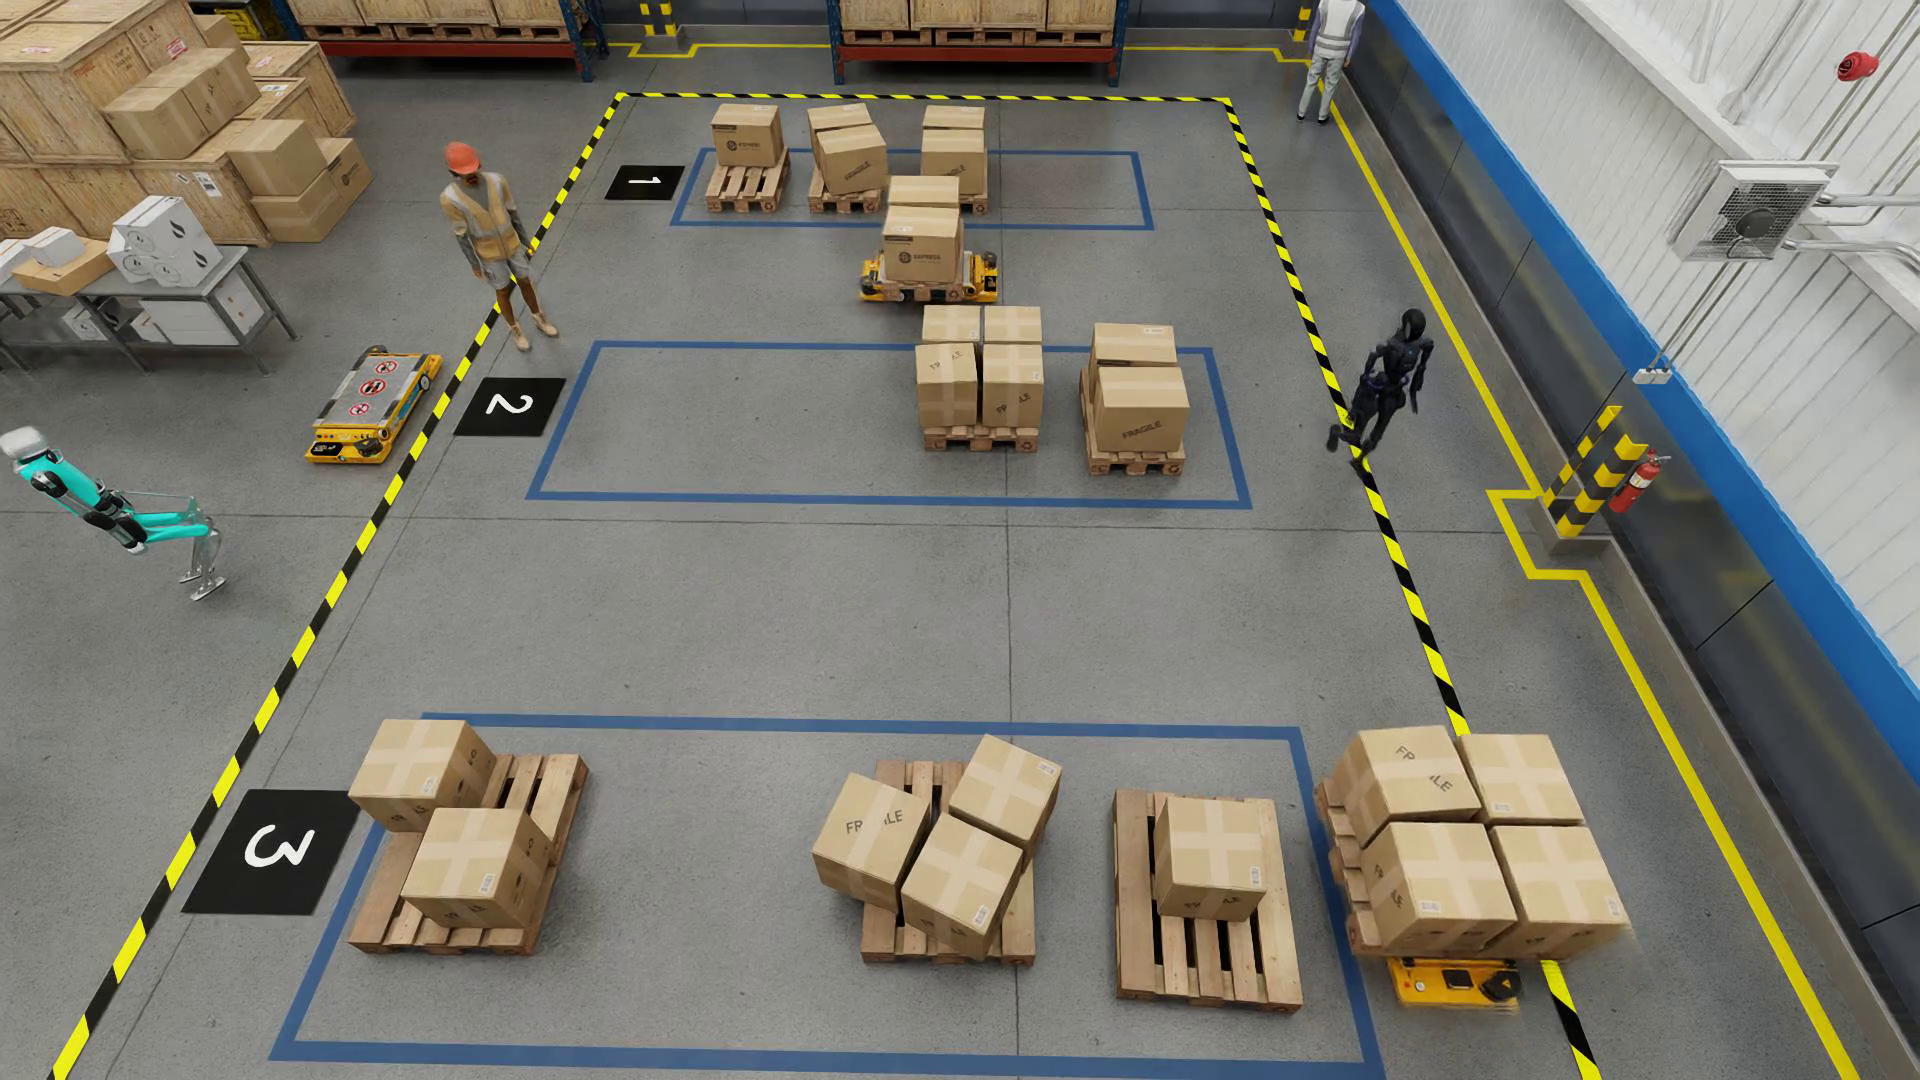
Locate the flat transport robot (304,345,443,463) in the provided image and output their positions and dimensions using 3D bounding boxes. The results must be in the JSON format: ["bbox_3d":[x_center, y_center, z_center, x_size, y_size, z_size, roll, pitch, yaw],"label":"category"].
[{"bbox_3d":[-5.383,-1.269,8.441,0.659,0.231,1.431,1,50,1],"label":"flat transport robot"}]

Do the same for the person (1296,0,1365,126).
[{"bbox_3d":[4.689,-6.196,11.582,0.589,1.837,0.404,20,53,16],"label":"person"}]

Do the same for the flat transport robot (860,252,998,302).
[{"bbox_3d":[-0.317,-2.807,9.724,1.431,0.197,0.652,1,50,1],"label":"flat transport robot"}]

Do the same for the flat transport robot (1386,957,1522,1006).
[{"bbox_3d":[2.840,2.048,5.616,0.652,0.197,1.431,1,50,1],"label":"flat transport robot"}]

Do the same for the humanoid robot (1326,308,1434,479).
[{"bbox_3d":[3.446,-1.228,7.488,0.608,1.647,0.479,-8,50,-6],"label":"humanoid robot"}]

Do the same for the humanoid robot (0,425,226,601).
[{"bbox_3d":[-5.804,-0.237,6.520,0.735,1.673,0.533,-36,59,-26],"label":"humanoid robot"}]

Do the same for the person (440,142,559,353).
[{"bbox_3d":[-4.253,-2.689,8.481,0.391,2.041,0.612,35,58,26],"label":"person"}]
